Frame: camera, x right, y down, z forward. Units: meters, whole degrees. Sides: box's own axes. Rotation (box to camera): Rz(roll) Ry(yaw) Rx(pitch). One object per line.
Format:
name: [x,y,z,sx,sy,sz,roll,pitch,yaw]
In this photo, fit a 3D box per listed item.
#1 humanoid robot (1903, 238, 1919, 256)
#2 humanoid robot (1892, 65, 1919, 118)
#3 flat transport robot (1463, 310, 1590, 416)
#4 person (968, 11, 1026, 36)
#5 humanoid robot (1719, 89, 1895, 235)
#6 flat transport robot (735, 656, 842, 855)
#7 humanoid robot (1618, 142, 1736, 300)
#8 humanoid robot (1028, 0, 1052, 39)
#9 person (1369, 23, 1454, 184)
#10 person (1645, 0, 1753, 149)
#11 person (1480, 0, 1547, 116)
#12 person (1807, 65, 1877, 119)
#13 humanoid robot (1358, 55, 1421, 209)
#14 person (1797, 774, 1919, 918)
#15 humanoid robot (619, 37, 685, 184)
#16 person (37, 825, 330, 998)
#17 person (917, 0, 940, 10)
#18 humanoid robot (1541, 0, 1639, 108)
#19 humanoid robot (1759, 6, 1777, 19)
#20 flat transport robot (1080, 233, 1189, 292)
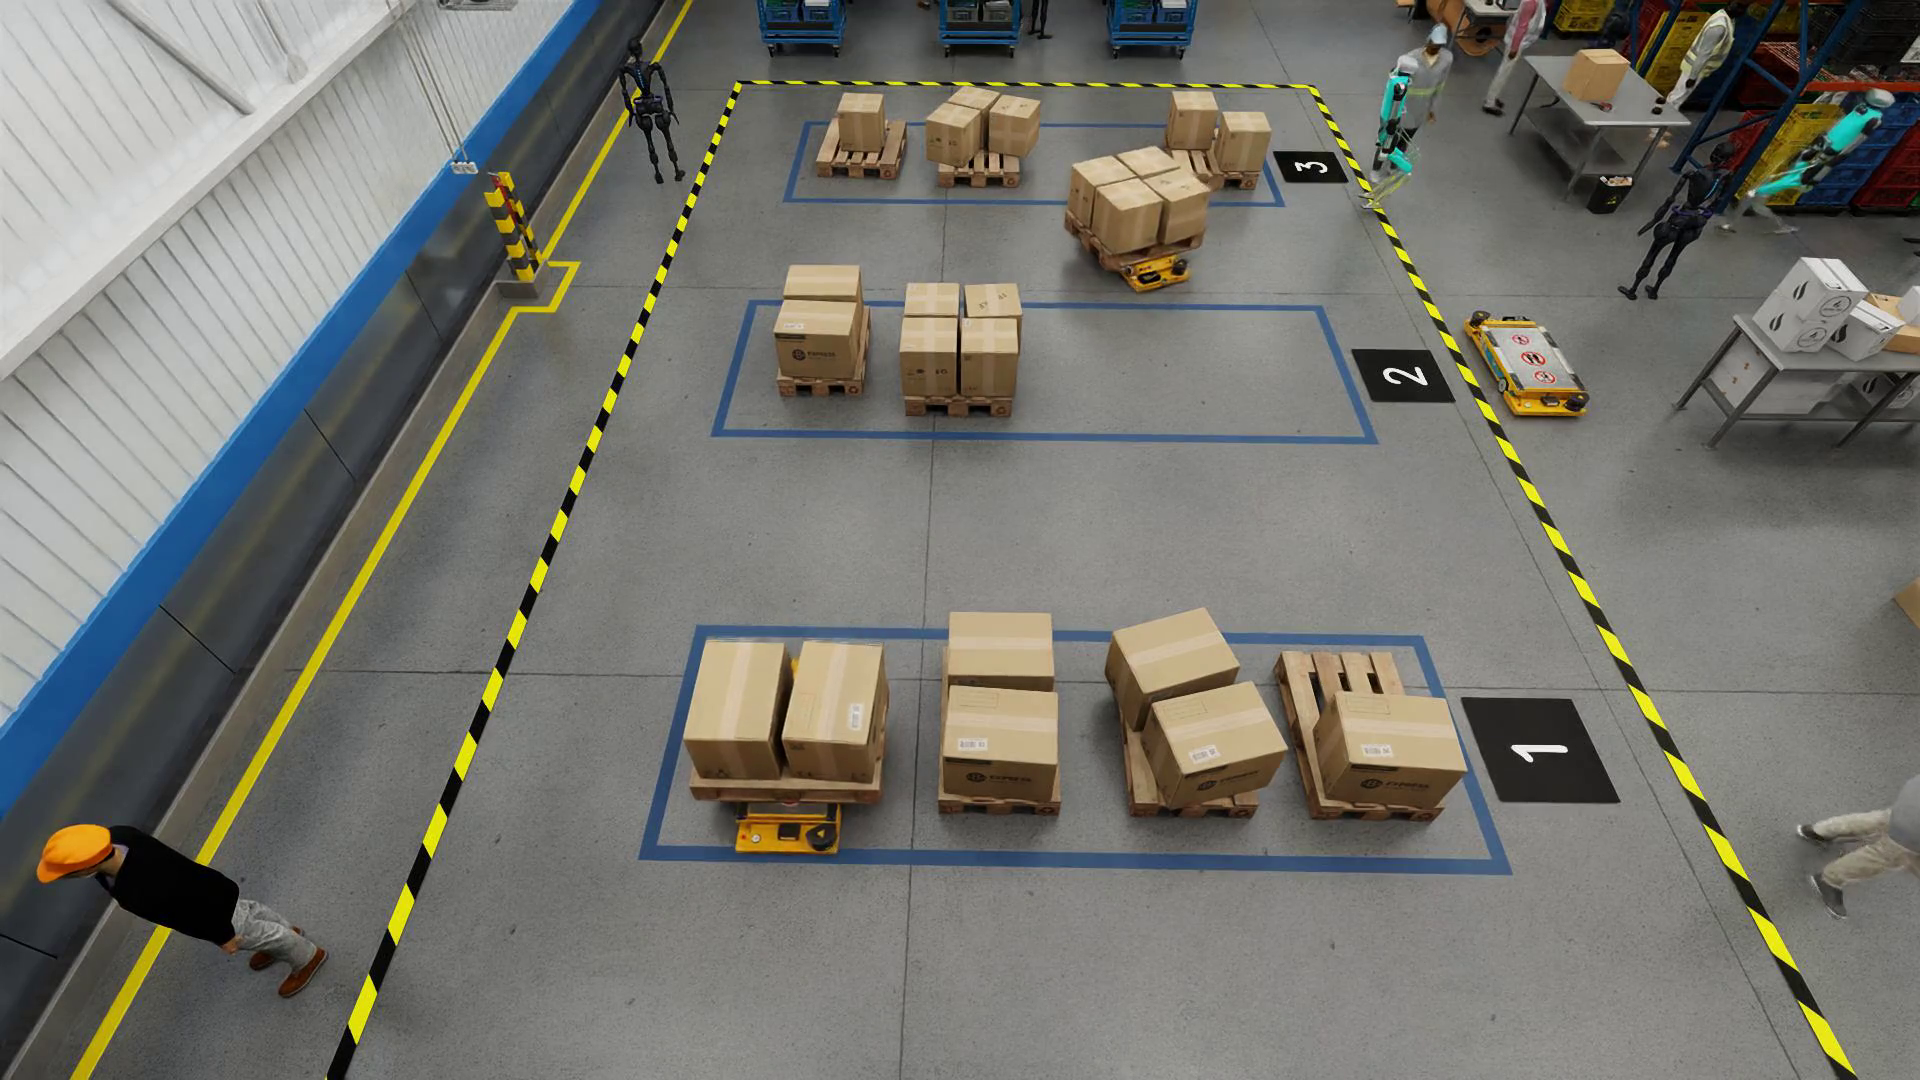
humanoid robot: [11.081,-3.890,9.962,0.315,1.653,0.599,13,50,11]
humanoid robot: [12.025,-5.606,11.400,0.722,1.761,0.530,3,49,3]
flat transport robot: [5.573,-1.757,9.054,0.659,0.231,1.431,1,49,1]
person: [0.597,-8.804,14.054,0.892,1.935,0.619,-2,49,-2]
humanoid robot: [9.175,-4.105,10.117,1.056,1.693,0.540,8,50,7]
flat transport robot: [-1.101,1.423,6.283,0.652,0.197,1.431,1,49,1]
humanoid robot: [7.385,-3.253,9.407,0.599,1.657,0.315,2,49,2]
humanoid robot: [1.281,-8.665,14.091,0.315,1.659,0.599,-23,53,-19]
person: [5.421,-5.190,10.979,0.596,1.850,0.396,0,49,0]
person: [9.408,-5.993,11.682,0.431,1.840,0.622,29,55,23]
person: [7.527,-6.708,12.307,0.403,1.827,0.598,27,54,21]
person: [11.248,-5.865,11.540,0.362,1.886,0.574,6,49,5]
humanoid robot: [5.049,-4.605,10.457,0.735,1.681,0.533,9,50,8]
person: [5.502,1.566,5.202,0.705,1.747,0.437,-34,57,-26]
humanoid robot: [-3.737,-5.170,11.065,0.599,1.659,0.315,-7,50,-6]
person: [-3.993,1.936,4.791,0.588,1.880,0.382,27,54,22]
person: [-0.490,-9.659,14.790,0.633,1.939,0.368,-24,53,-20]
humanoid robot: [8.506,-6.437,12.200,0.598,1.630,0.741,-33,57,-25]
humanoid robot: [13.223,-9.091,14.468,0.602,1.657,0.338,7,50,6]
flat transport robot: [1.941,-3.339,10.405,0.652,0.197,1.431,-18,52,-15]
